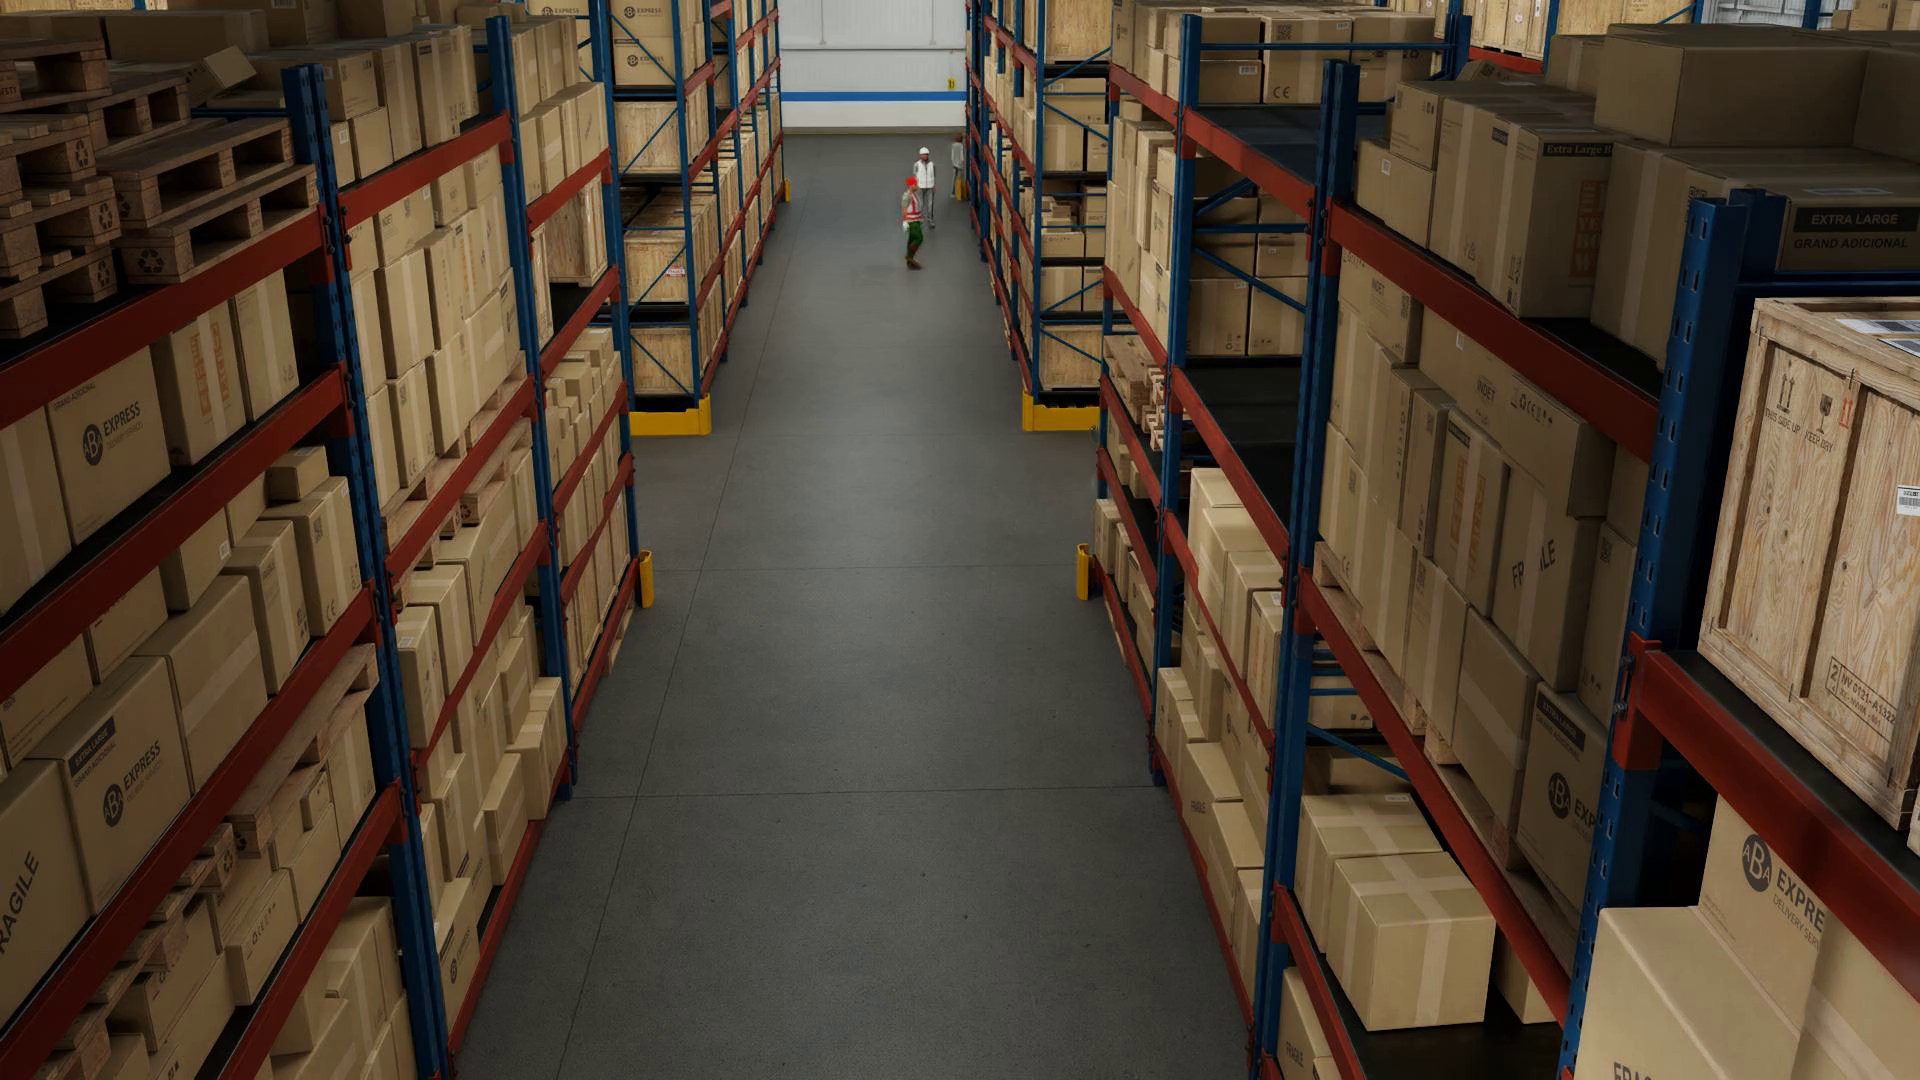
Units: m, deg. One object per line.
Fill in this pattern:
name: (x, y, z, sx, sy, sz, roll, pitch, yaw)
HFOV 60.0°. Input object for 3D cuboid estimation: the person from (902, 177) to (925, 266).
person: (-0.900, -6.423, 33.604, 0.457, 1.785, 0.590, 8, 22, 21)

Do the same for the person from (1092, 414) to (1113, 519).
person: (1.777, -0.960, 19.154, 0.579, 1.672, 0.524, 15, 25, 35)

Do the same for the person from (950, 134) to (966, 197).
person: (0.017, -9.520, 42.237, 0.446, 1.591, 0.645, 17, 26, 38)

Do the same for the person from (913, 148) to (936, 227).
person: (-0.798, -8.105, 38.205, 0.531, 1.774, 0.384, -5, 21, -14)
